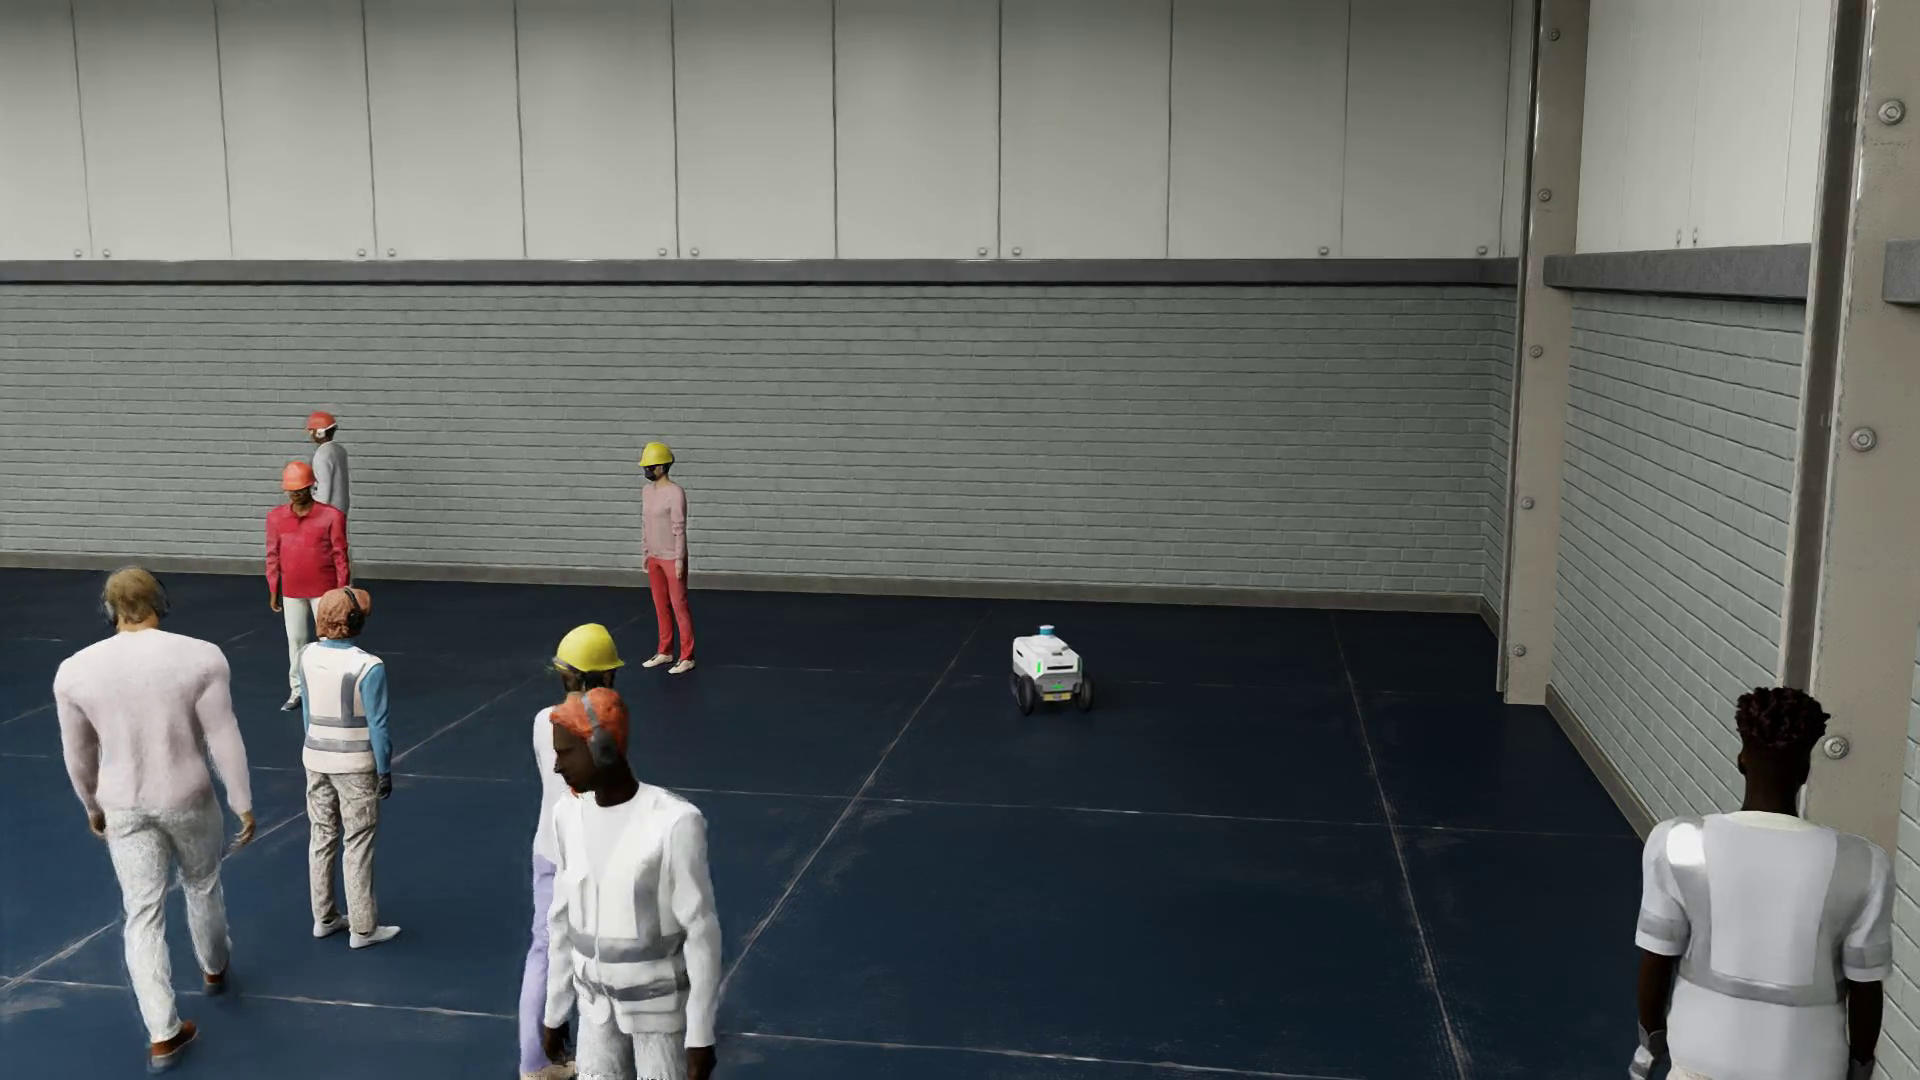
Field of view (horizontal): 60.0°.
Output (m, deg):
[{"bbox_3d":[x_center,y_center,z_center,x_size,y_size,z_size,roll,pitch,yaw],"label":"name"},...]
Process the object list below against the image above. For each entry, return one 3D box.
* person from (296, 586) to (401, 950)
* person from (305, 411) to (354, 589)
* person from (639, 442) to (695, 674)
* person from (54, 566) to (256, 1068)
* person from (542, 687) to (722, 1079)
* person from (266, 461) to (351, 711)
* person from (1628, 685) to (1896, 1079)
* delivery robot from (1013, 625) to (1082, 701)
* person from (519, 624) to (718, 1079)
[{"bbox_3d":[-2.761,1.019,7.479,0.507,1.628,0.317,4,10,25],"label":"person"},{"bbox_3d":[-5.820,-0.317,15.338,0.342,1.748,0.572,0,9,-1],"label":"person"},{"bbox_3d":[-2.244,0.133,12.558,0.350,1.758,0.523,-9,13,-44],"label":"person"},{"bbox_3d":[-3.157,1.037,6.610,0.690,1.871,0.999,-3,10,-17],"label":"person"},{"bbox_3d":[-0.922,1.344,4.785,0.628,1.862,0.375,5,11,30],"label":"person"},{"bbox_3d":[-4.487,0.320,11.440,0.571,1.743,0.351,0,9,1],"label":"person"},{"bbox_3d":[2.099,1.349,4.404,0.607,1.966,0.373,4,10,24],"label":"person"},{"bbox_3d":[0.606,0.840,11.600,0.477,0.478,0.707,-2,10,-12],"label":"delivery robot"},{"bbox_3d":[-1.340,1.161,6.273,0.551,1.721,0.870,8,12,40],"label":"person"}]
